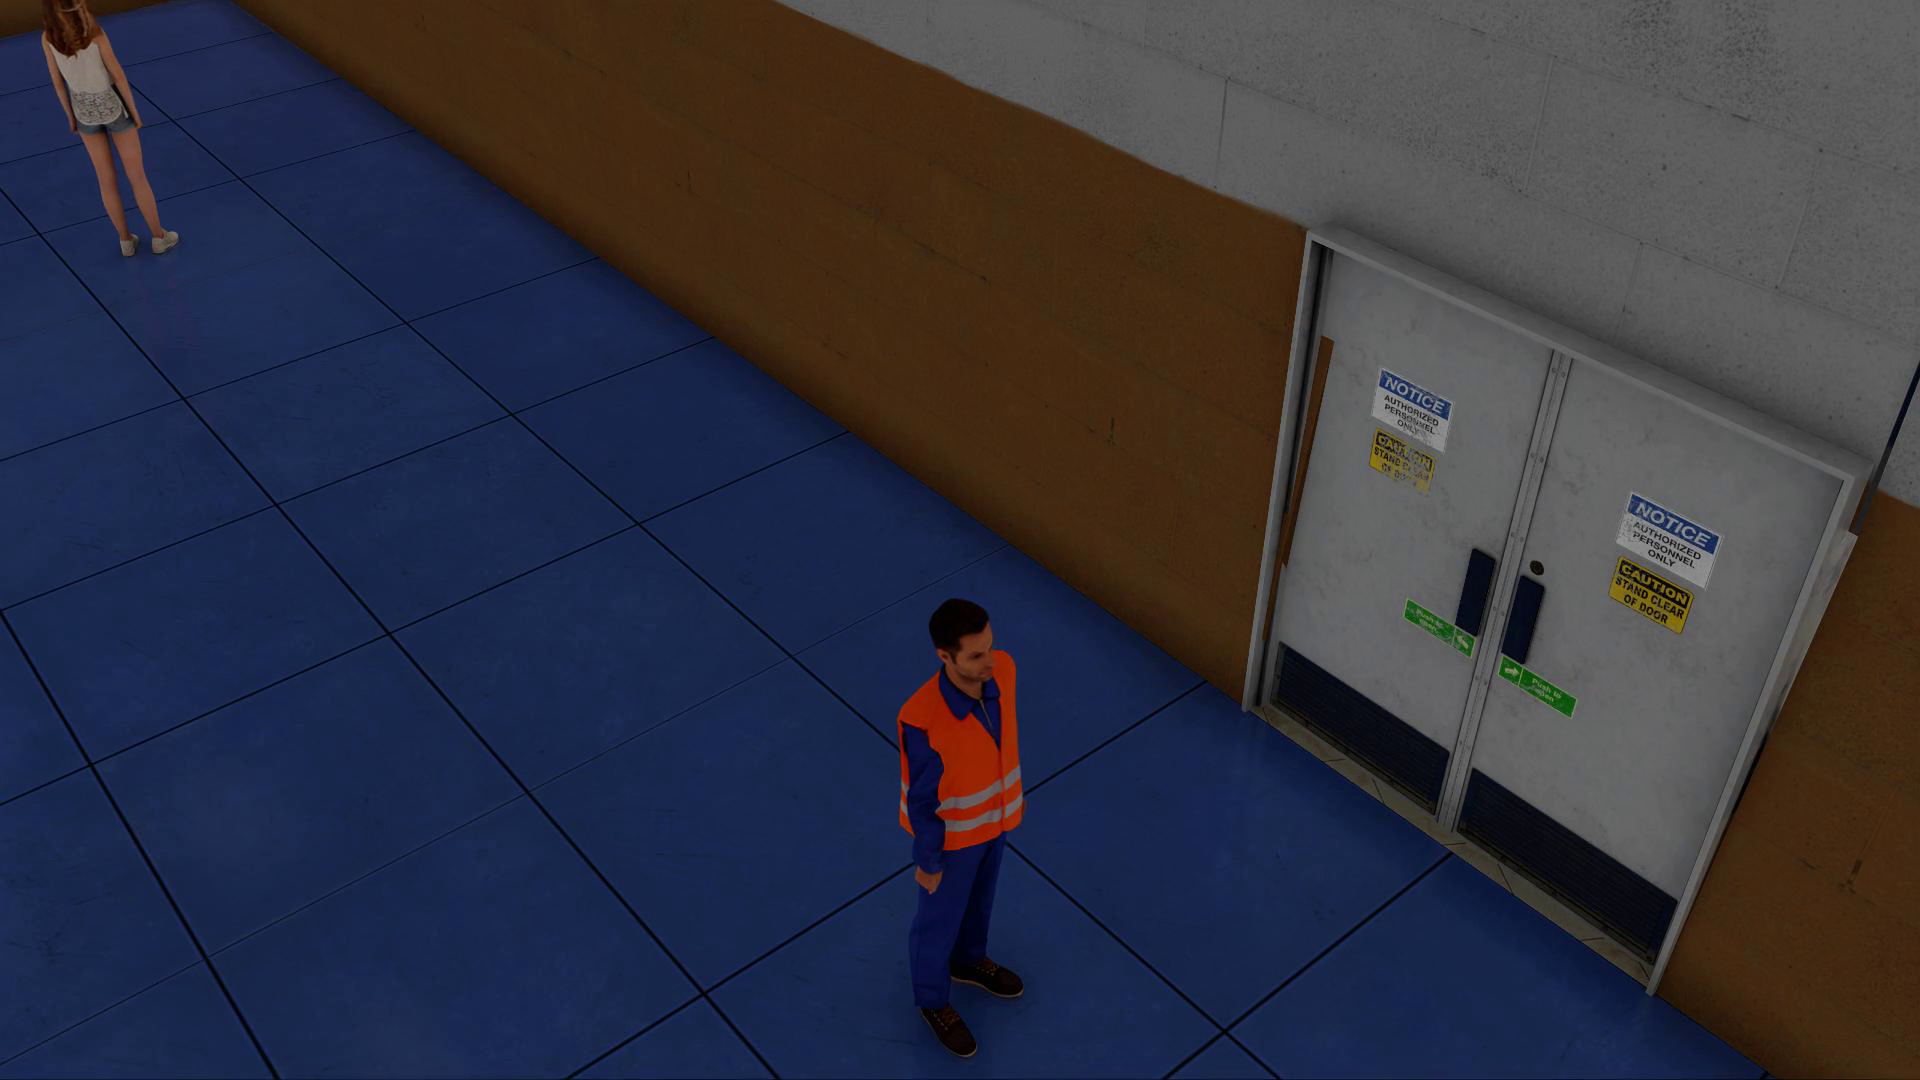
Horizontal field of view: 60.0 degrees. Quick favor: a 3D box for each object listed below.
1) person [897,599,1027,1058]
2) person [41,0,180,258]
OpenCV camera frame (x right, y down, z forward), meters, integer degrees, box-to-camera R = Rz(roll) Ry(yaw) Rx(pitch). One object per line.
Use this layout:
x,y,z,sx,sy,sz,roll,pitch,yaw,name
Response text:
0.006,0.927,5.485,0.801,1.864,0.630,23,43,28,person
-5.288,-2.586,10.260,0.614,1.751,0.712,-4,37,-5,person
